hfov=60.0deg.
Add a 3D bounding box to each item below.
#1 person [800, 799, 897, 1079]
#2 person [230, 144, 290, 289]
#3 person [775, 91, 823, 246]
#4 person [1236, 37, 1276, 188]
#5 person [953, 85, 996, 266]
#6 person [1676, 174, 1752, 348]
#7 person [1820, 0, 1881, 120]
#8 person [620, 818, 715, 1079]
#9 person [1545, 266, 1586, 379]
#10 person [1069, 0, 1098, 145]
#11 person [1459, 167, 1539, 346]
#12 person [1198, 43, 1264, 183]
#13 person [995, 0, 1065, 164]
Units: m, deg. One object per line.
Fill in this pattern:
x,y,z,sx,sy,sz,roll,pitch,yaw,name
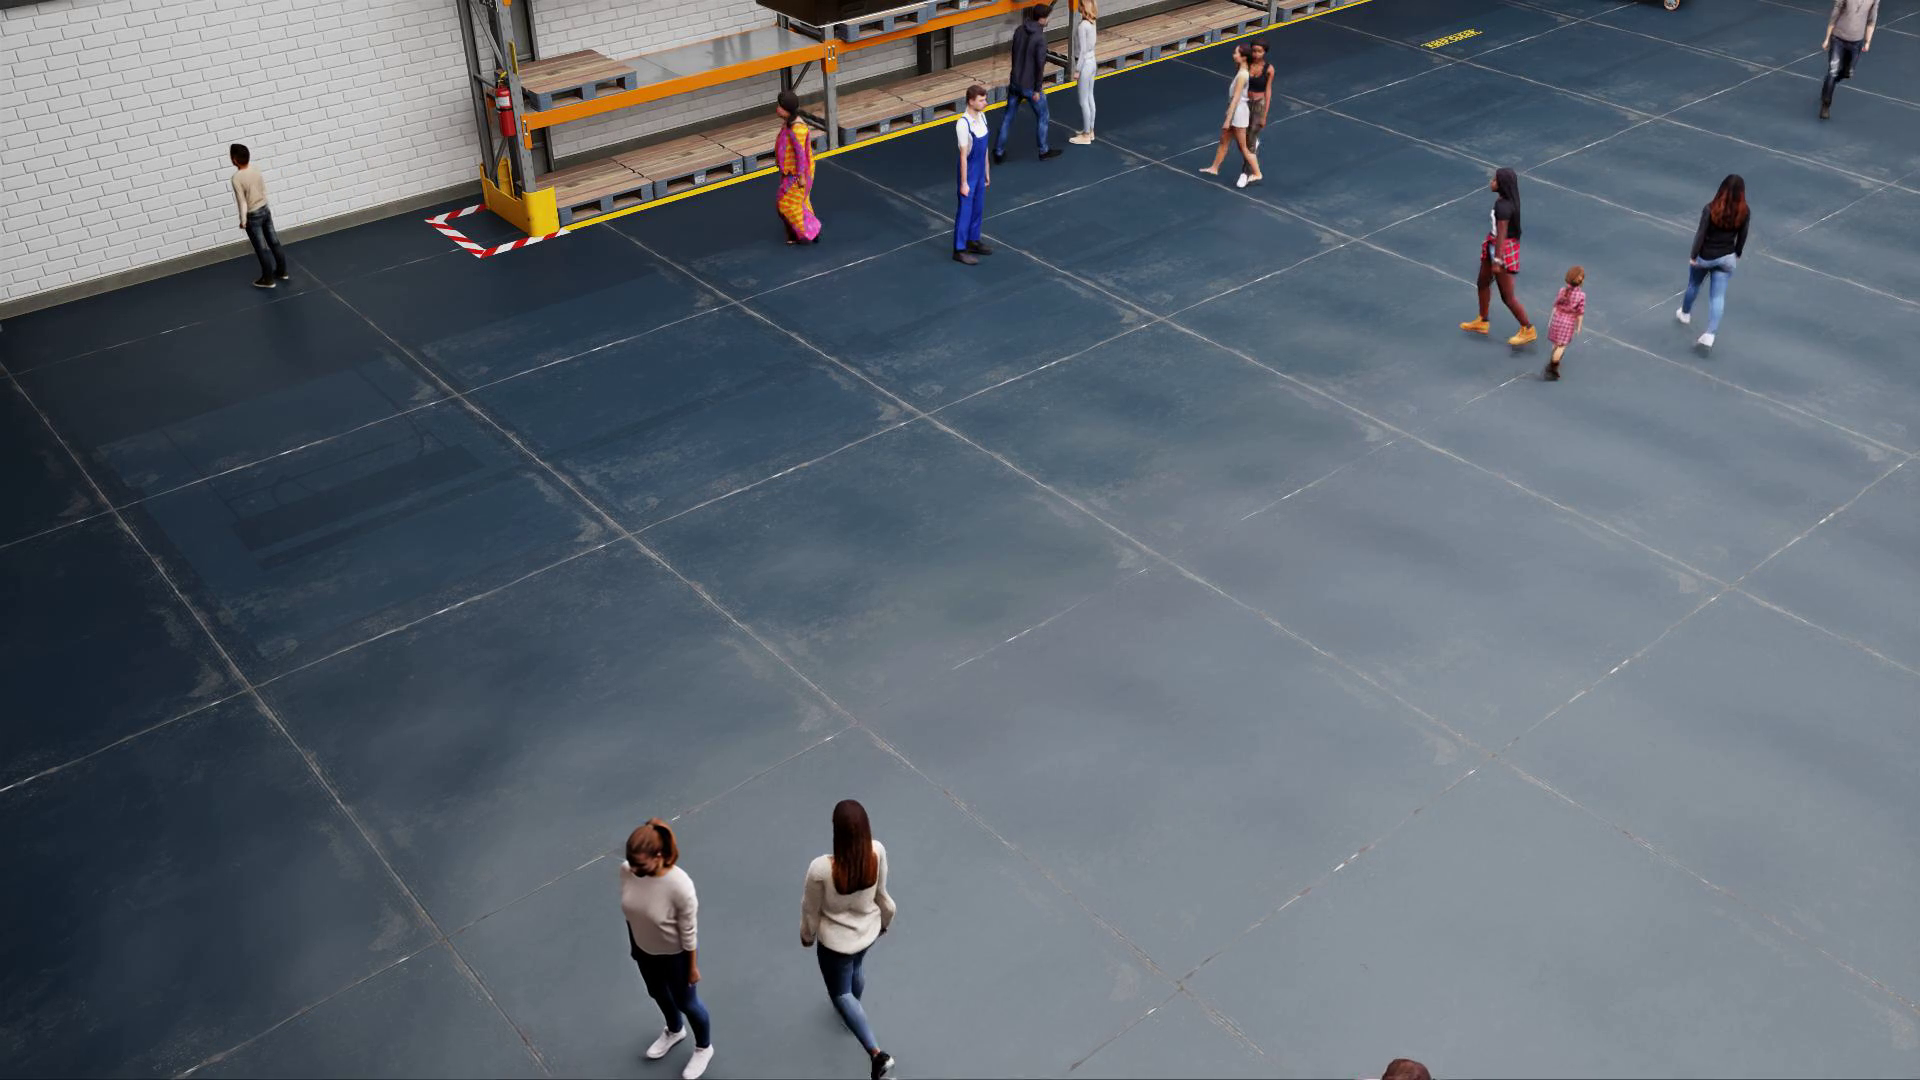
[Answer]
-0.538,2.048,8.460,0.975,1.674,0.776,-18,38,-25,person
-7.029,-3.248,16.618,0.691,1.463,0.578,12,36,18,person
-1.654,-3.876,17.387,0.858,1.657,0.803,-9,35,-14,person
3.359,-4.891,18.895,0.799,1.680,1.027,18,37,24,person
0.122,-3.770,17.056,0.739,1.848,0.587,19,38,26,person
7.050,-2.566,15.479,1.088,1.589,1.196,5,34,7,person
11.062,-6.267,20.783,1.073,1.881,1.187,7,34,11,person
-1.483,2.053,8.408,0.661,1.723,0.635,20,38,27,person
5.479,-1.980,15.121,0.525,1.008,0.705,23,40,31,person
1.499,-5.646,19.927,0.719,1.795,0.590,13,36,19,person
5.093,-2.601,15.457,1.005,1.671,0.994,8,35,12,person
3.234,-4.818,18.874,0.975,1.581,1.006,8,34,12,person
0.696,-5.271,19.329,0.835,1.832,0.937,23,40,31,person
